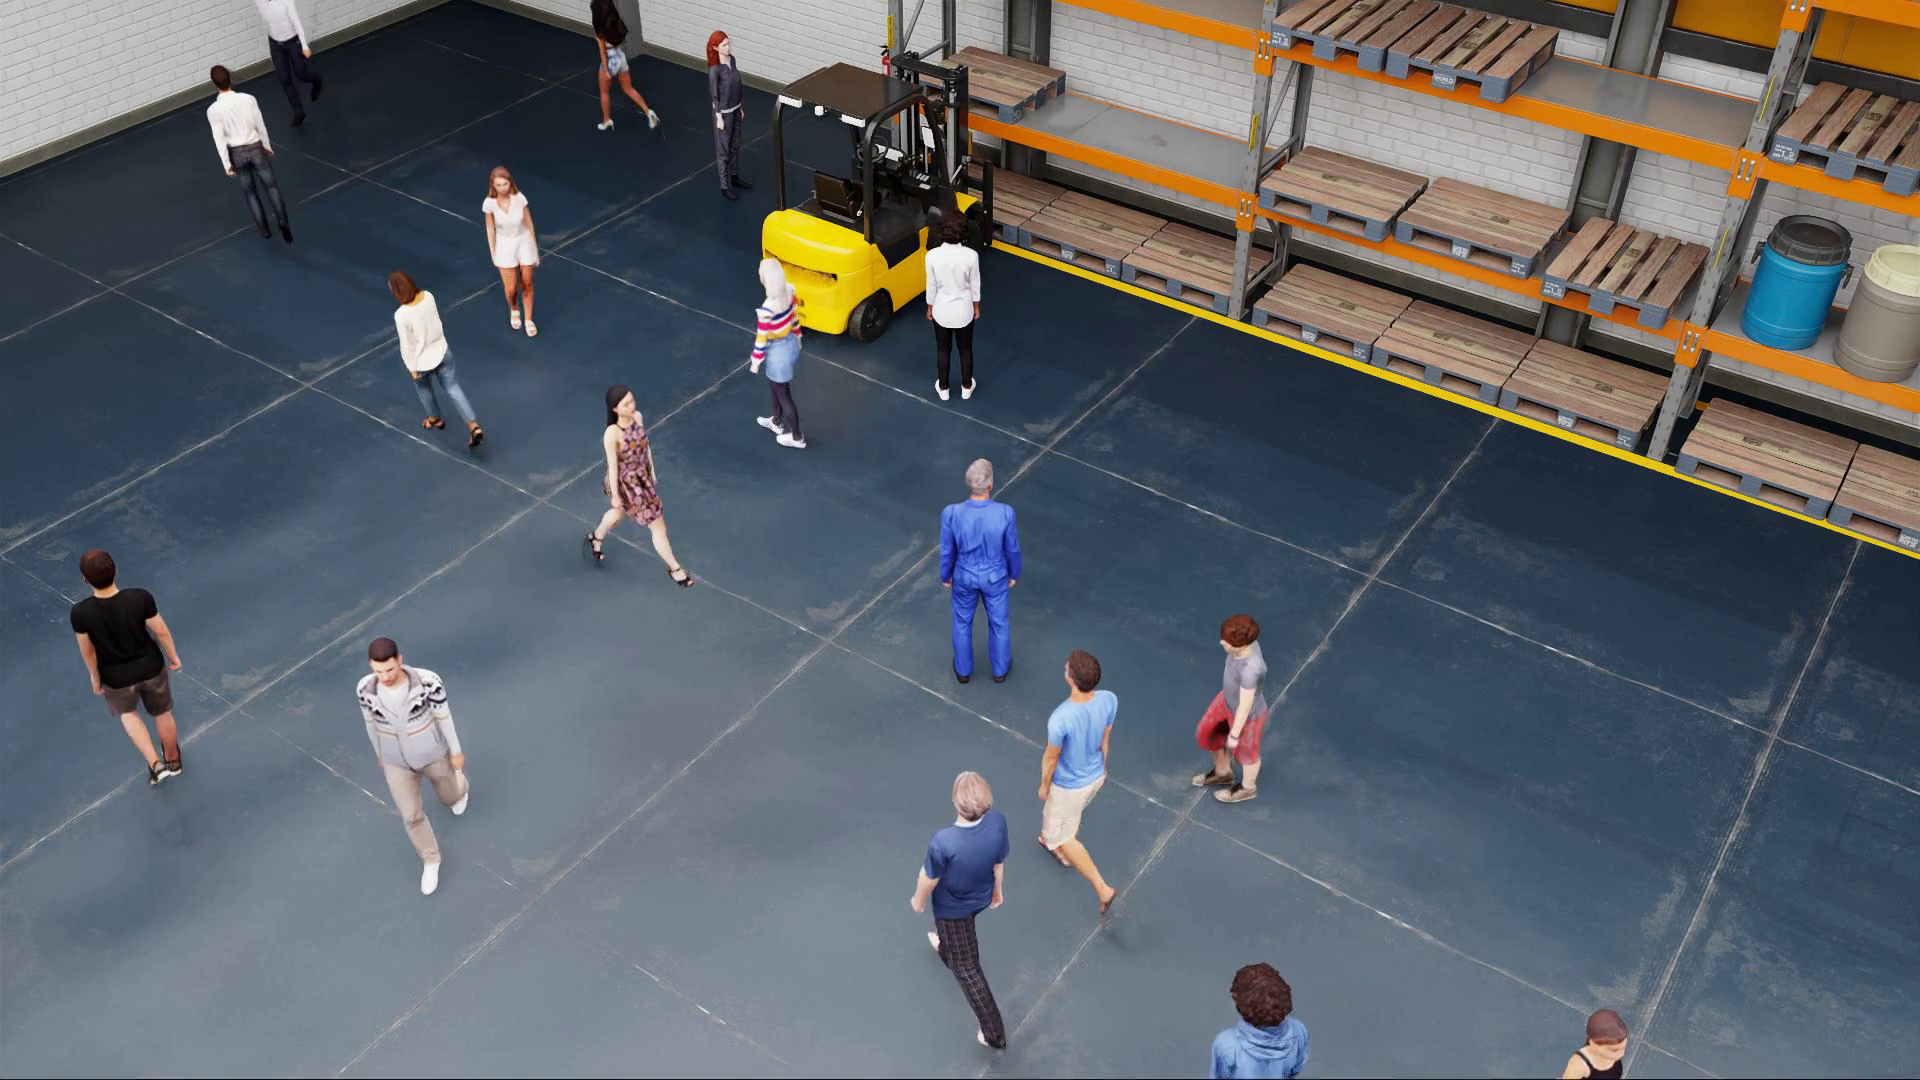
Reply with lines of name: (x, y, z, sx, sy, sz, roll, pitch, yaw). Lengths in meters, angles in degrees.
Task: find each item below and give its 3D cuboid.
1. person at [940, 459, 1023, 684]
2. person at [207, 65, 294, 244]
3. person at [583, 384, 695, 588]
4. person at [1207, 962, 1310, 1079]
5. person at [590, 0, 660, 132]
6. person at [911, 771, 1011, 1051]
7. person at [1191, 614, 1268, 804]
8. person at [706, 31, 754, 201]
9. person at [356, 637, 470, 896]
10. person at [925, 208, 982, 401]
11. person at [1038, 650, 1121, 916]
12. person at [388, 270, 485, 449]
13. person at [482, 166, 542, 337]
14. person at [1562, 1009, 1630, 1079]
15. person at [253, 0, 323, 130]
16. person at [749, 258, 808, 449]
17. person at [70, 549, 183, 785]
person: (0.140, 0.245, 11.494, 0.723, 1.826, 0.852, 1, 39, 1)
person: (-7.029, -3.780, 16.512, 0.884, 1.854, 1.076, -24, 45, -27)
person: (-2.507, -0.408, 12.388, 1.232, 1.732, 0.796, 14, 41, 17)
person: (1.439, 2.864, 8.251, 0.946, 1.780, 1.003, -3, 39, -4)
person: (-3.796, -5.276, 18.592, 1.046, 1.596, 0.681, 16, 41, 19)
person: (0.064, 2.062, 9.216, 0.932, 1.828, 1.271, -24, 44, -27)
person: (1.881, 1.079, 10.606, 0.831, 1.632, 0.770, -4, 39, -5)
person: (-2.444, -4.473, 17.439, 0.543, 1.780, 0.600, 18, 42, 21)
person: (-3.328, 1.252, 10.225, 1.110, 1.836, 1.149, -4, 39, -5)
person: (-0.056, -2.019, 14.342, 0.705, 1.810, 0.788, -1, 39, -2)
person: (0.736, 1.464, 9.952, 0.835, 1.845, 1.132, -26, 45, -29)
person: (-4.334, -1.485, 13.805, 1.020, 1.646, 0.605, 25, 45, 28)
person: (-4.099, -2.703, 15.297, 0.697, 1.686, 0.745, -15, 41, -18)
person: (3.098, 2.854, 8.453, 0.727, 1.544, 0.962, -22, 44, -25)
person: (-7.625, -5.670, 18.902, 1.098, 1.825, 1.027, 4, 39, 5)
person: (-1.412, -1.509, 13.715, 0.818, 1.795, 0.738, 17, 42, 20)
person: (-5.309, 0.880, 10.676, 0.859, 1.854, 0.925, -20, 43, -23)
